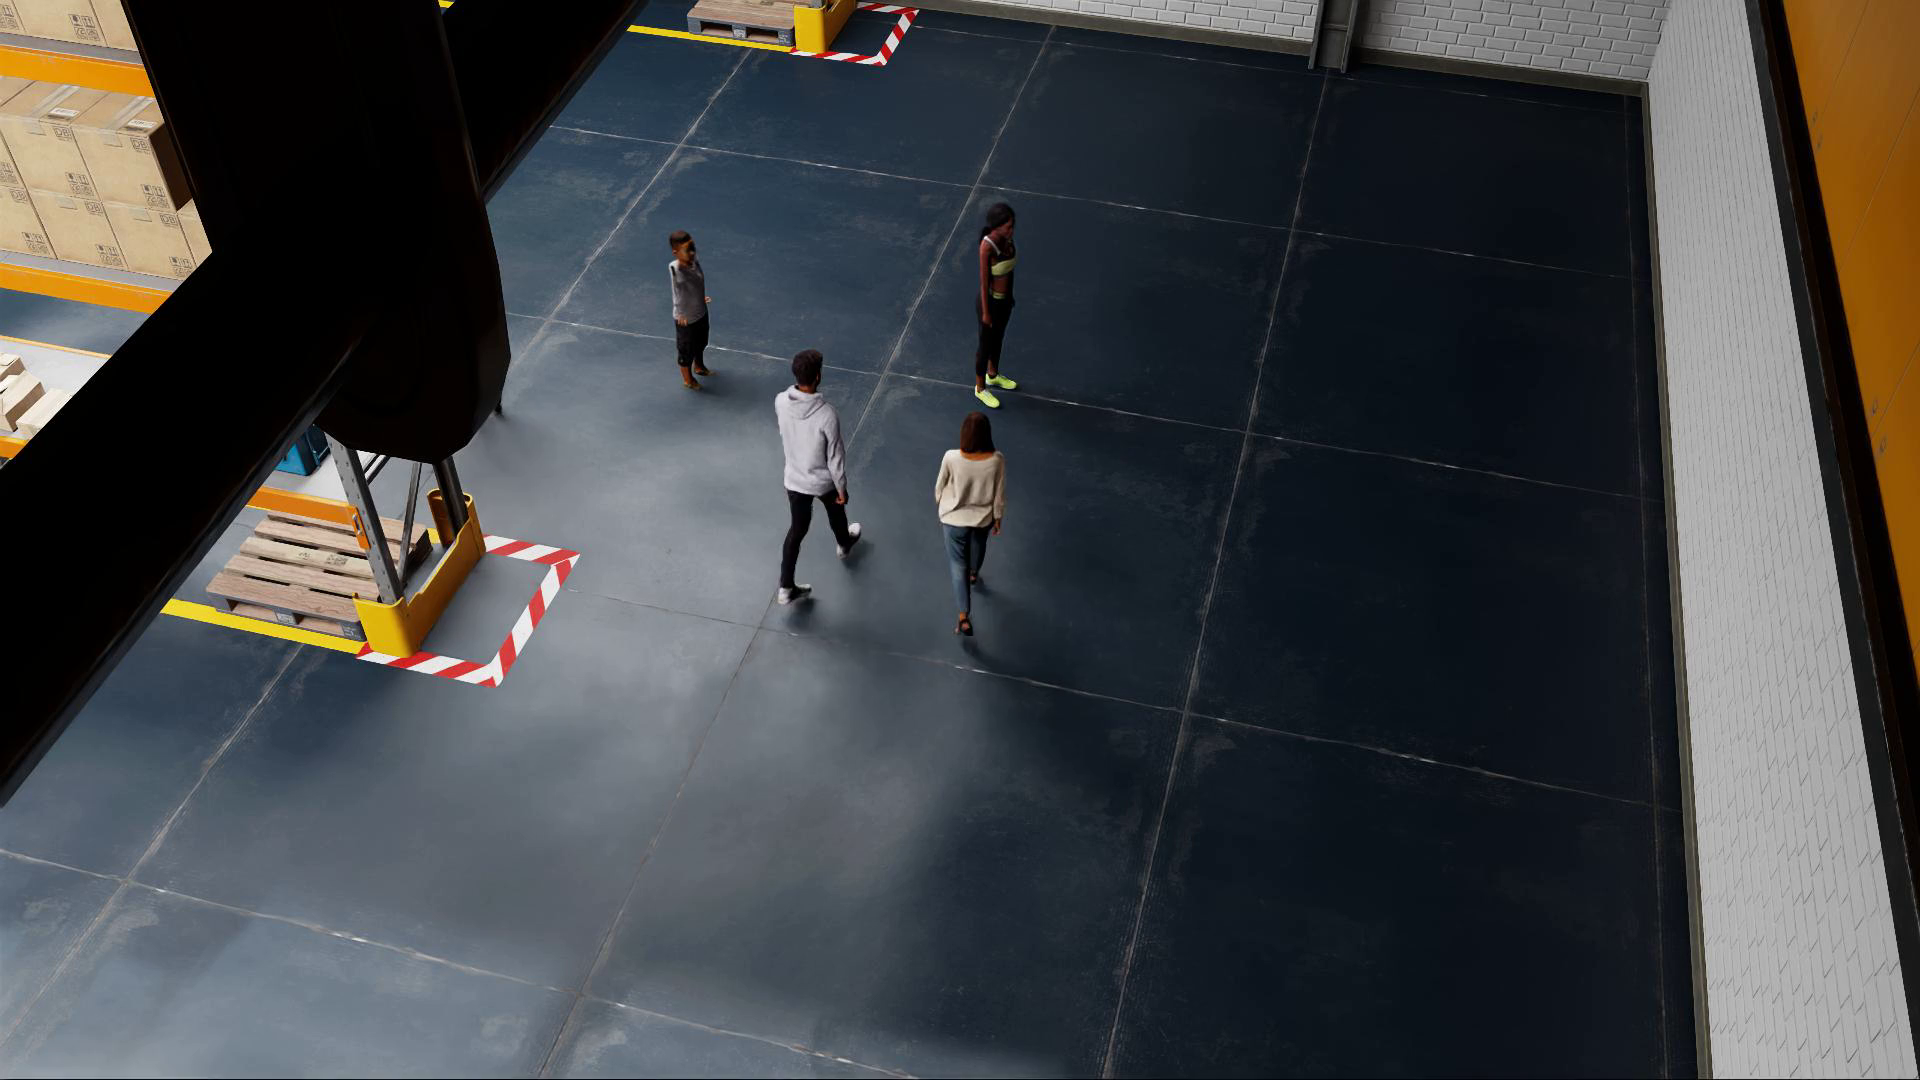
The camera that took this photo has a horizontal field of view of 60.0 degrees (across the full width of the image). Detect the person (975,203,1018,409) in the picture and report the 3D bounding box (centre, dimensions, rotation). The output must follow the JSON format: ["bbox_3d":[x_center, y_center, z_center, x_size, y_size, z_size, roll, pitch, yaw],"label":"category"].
[{"bbox_3d":[0.261,-1.855,12.948,0.600,1.757,0.612,23,48,22],"label":"person"}]

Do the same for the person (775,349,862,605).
[{"bbox_3d":[-1.069,-0.371,11.306,1.220,1.874,0.939,20,47,20],"label":"person"}]

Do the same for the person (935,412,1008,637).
[{"bbox_3d":[0.068,-0.091,11.180,1.091,1.642,0.939,-7,44,-7],"label":"person"}]

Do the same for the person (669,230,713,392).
[{"bbox_3d":[-2.146,-1.867,13.180,0.559,1.456,0.603,19,47,19],"label":"person"}]
